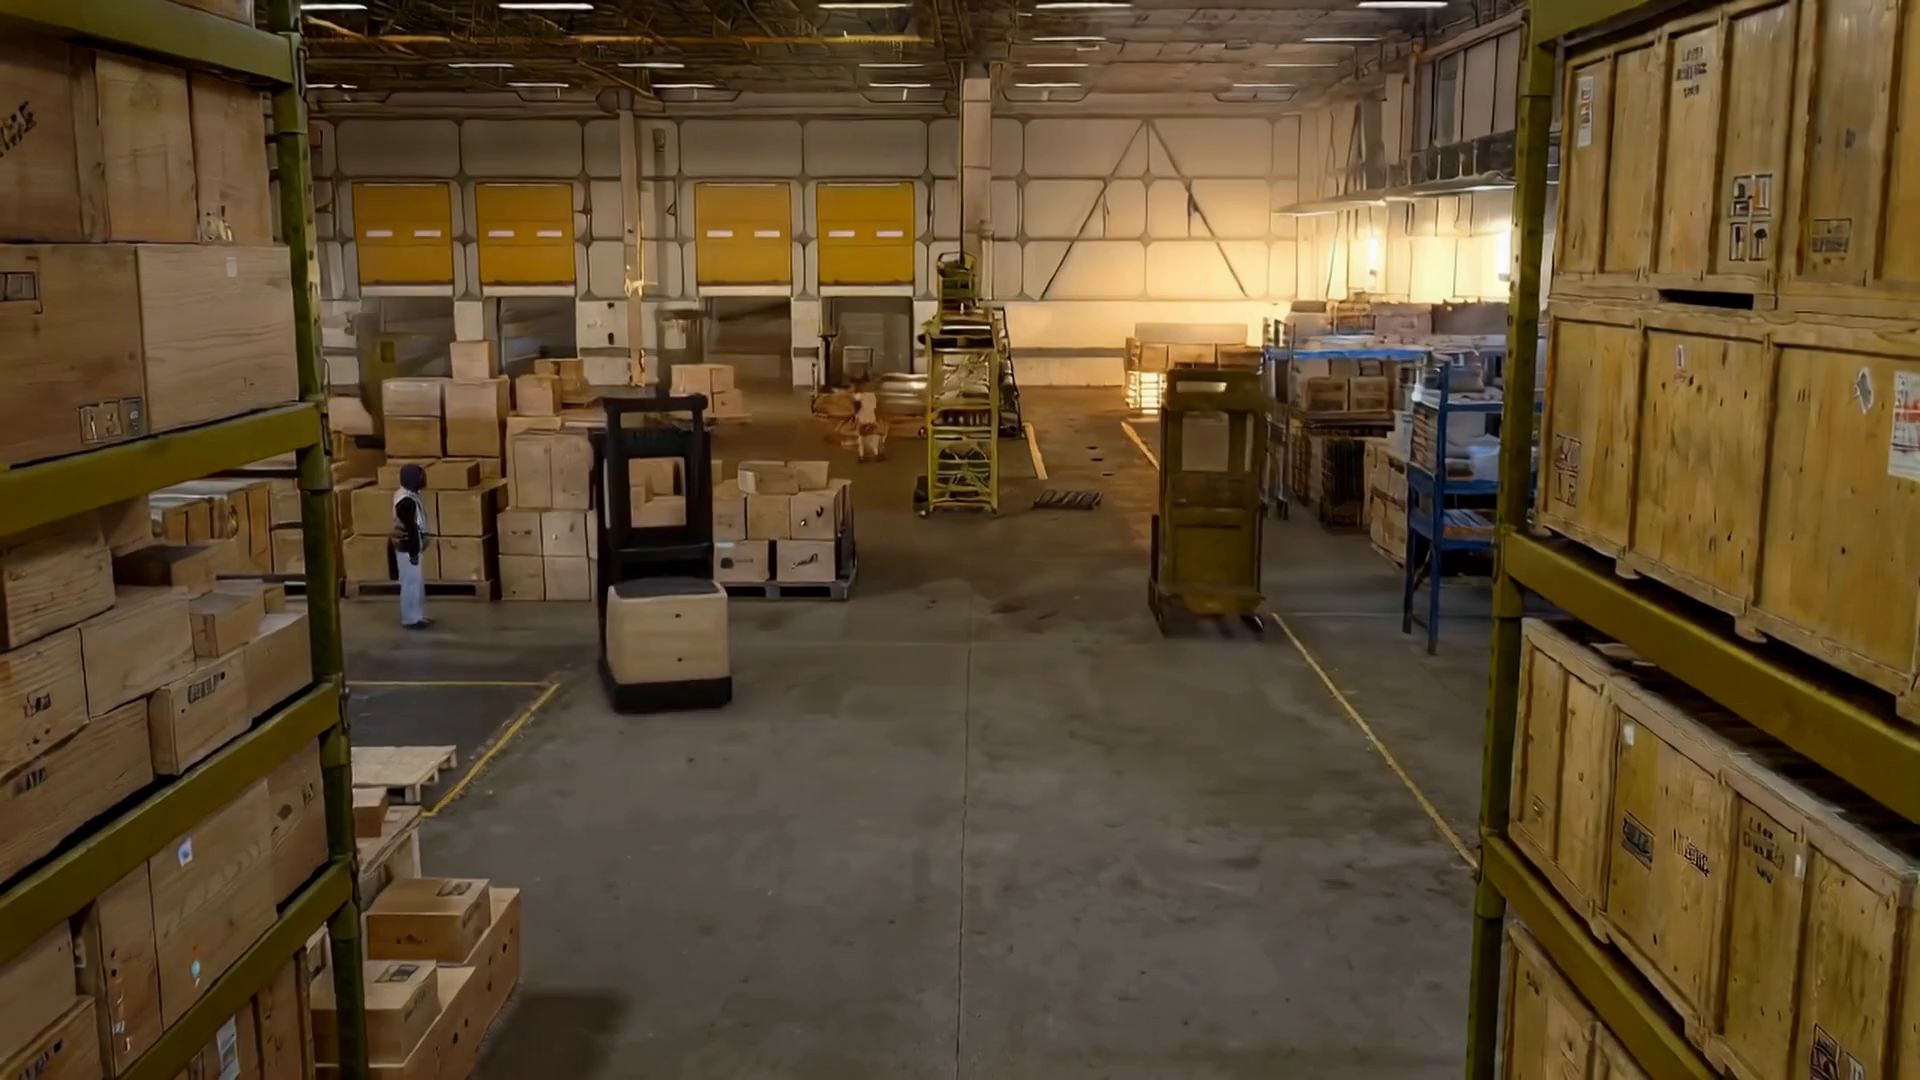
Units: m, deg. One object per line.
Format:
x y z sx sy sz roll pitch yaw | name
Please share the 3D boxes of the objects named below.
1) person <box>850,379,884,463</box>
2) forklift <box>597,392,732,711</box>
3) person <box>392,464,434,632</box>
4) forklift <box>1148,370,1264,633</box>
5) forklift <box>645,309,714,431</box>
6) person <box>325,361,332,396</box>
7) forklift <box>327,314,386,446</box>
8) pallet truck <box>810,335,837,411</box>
-1.826 -2.341 32.707 0.686 1.665 0.356 -4 11 -22 | person
-2.812 0.024 15.561 1.129 2.768 1.873 -3 10 -16 | forklift
-5.987 0.084 18.222 0.429 1.842 0.632 -3 10 -17 | person
2.742 -0.514 18.668 1.129 2.768 1.873 0 10 1 | forklift
-6.574 -3.962 38.561 1.129 2.768 1.873 -5 11 -27 | forklift
-15.036 -3.580 39.072 0.543 1.939 0.355 -4 11 -22 | person
-12.501 -3.396 35.293 1.873 2.768 1.129 -1 10 -4 | forklift
-3.021 -4.312 43.126 1.885 1.965 0.823 3 10 17 | pallet truck
